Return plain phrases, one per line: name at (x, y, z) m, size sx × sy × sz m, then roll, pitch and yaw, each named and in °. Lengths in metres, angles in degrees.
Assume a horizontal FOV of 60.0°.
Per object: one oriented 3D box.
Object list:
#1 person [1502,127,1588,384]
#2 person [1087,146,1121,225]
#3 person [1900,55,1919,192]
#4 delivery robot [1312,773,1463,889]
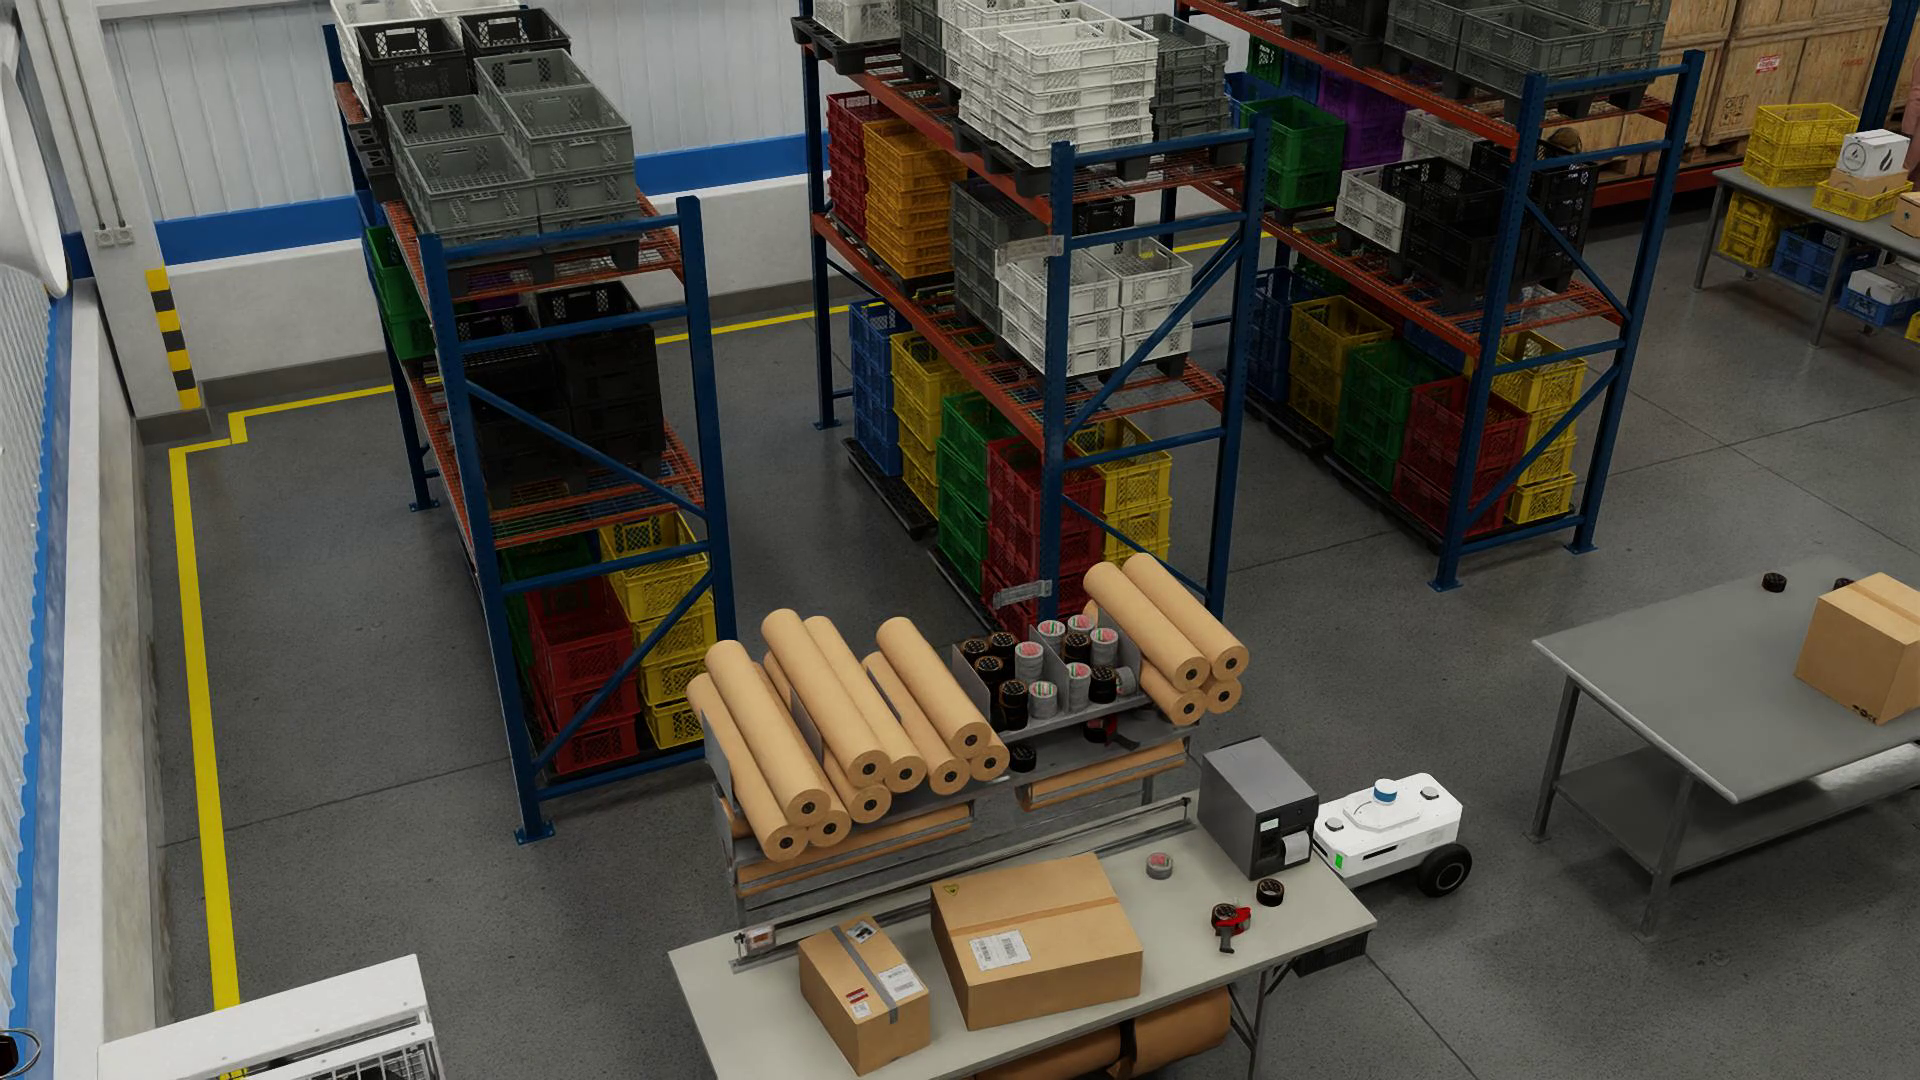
person at (3.976, -1.908, 11.467) m, size 0.629 × 1.937 × 0.377 m, roll -12°, pitch 34°, yaw -19°
person at (0.923, -2.384, 12.310) m, size 0.585 × 1.860 × 0.589 m, roll -5°, pitch 32°, yaw -9°
person at (8.267, -3.520, 14.113) m, size 0.643 × 1.910 × 0.399 m, roll -12°, pitch 34°, yaw -19°
delivery robot at (1.888, 1.293, 7.490) m, size 0.707 × 0.478 × 0.477 m, roll -13°, pitch 34°, yaw -20°
